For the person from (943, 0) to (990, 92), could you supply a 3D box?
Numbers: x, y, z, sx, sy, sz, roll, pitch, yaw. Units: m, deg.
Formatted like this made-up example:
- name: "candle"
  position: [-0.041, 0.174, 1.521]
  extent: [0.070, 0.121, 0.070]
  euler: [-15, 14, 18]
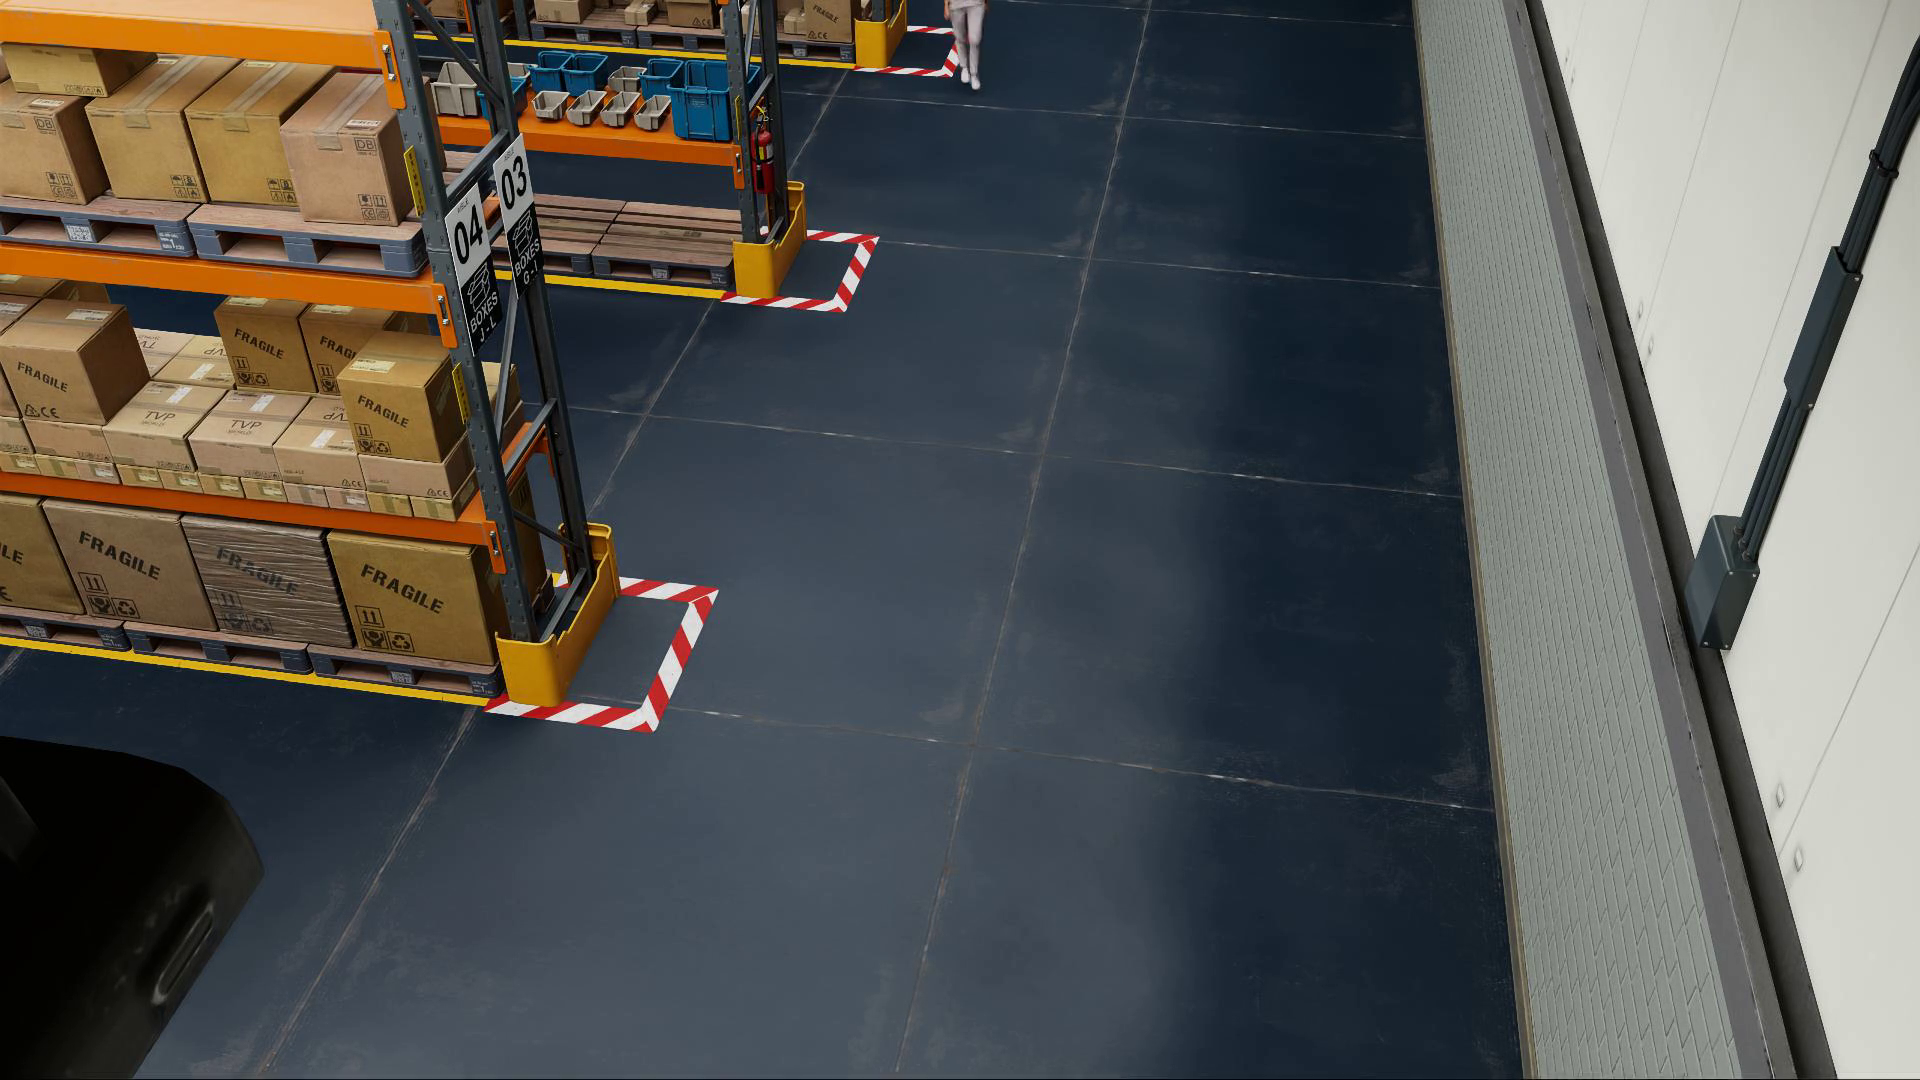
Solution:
- name: "person"
  position: [0.063, -5.482, 16.922]
  extent: [0.760, 1.674, 0.782]
  euler: [-1, 38, -1]
